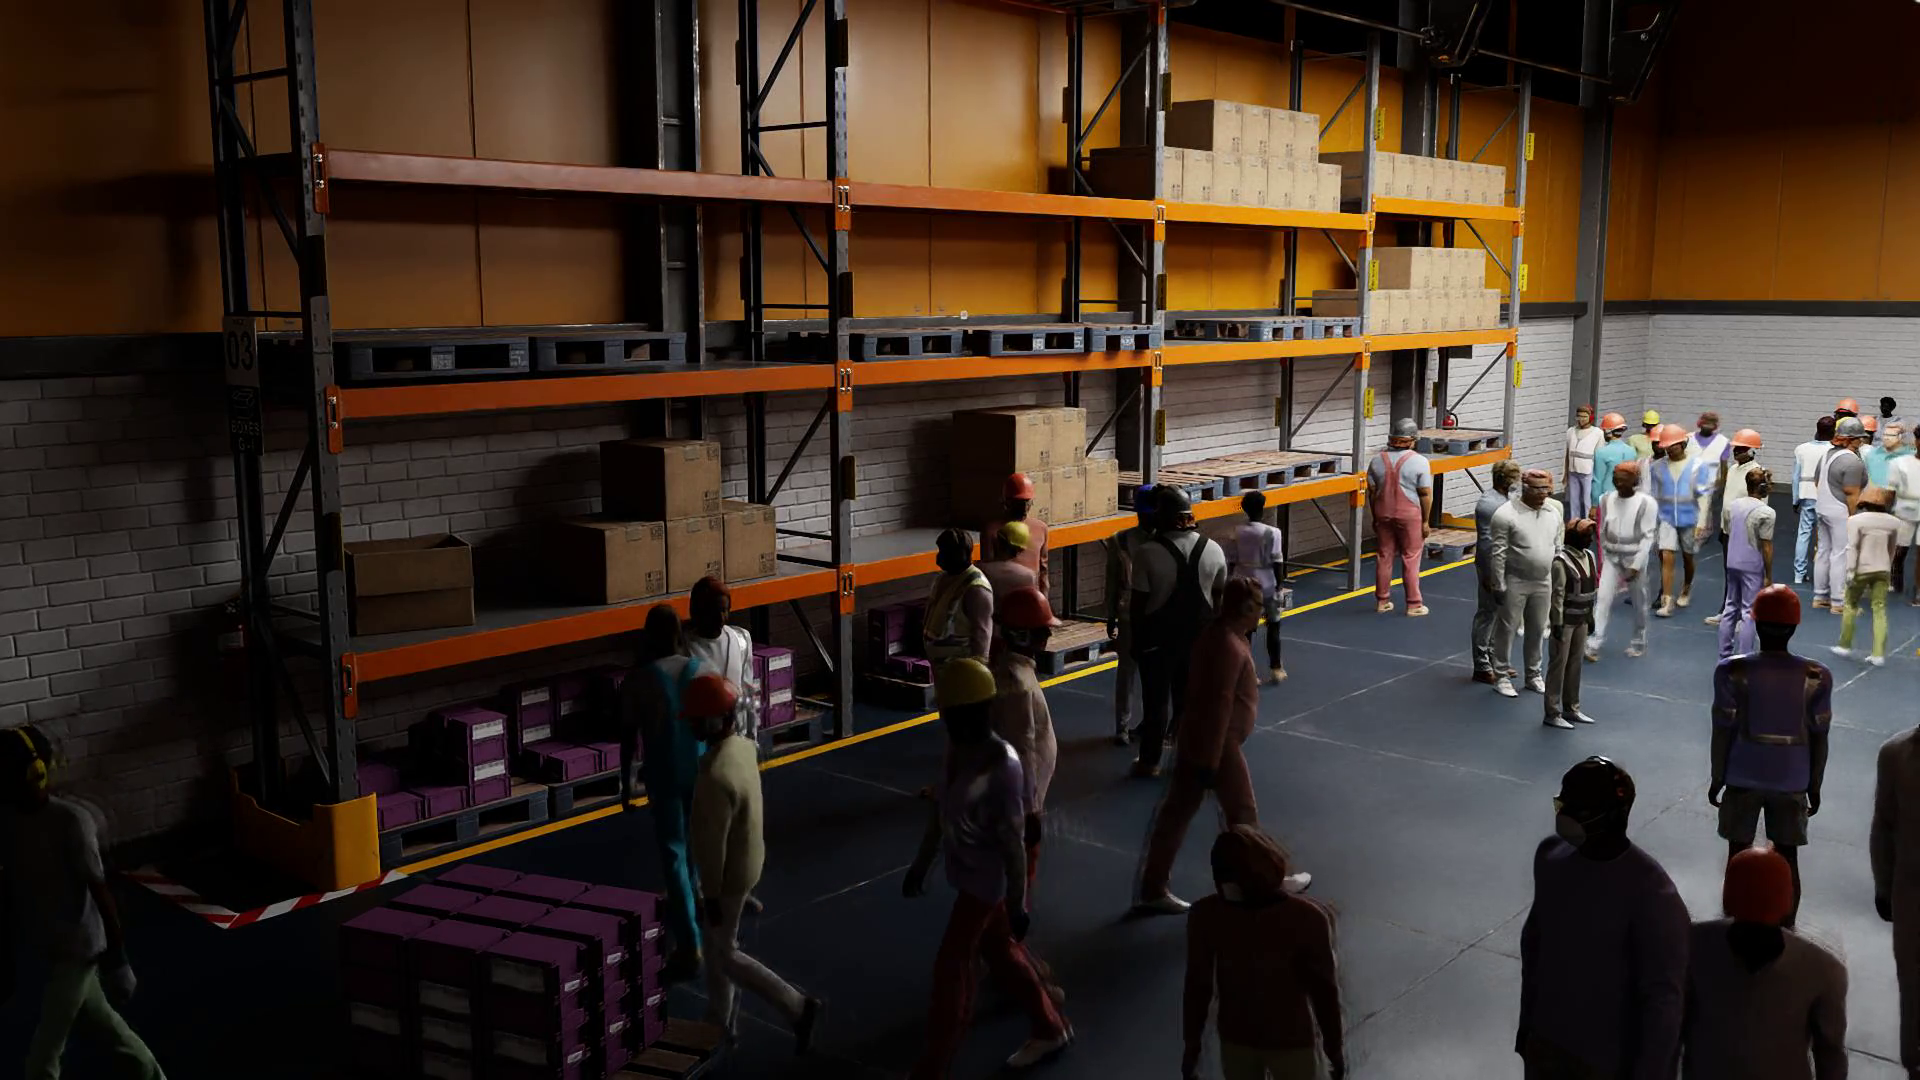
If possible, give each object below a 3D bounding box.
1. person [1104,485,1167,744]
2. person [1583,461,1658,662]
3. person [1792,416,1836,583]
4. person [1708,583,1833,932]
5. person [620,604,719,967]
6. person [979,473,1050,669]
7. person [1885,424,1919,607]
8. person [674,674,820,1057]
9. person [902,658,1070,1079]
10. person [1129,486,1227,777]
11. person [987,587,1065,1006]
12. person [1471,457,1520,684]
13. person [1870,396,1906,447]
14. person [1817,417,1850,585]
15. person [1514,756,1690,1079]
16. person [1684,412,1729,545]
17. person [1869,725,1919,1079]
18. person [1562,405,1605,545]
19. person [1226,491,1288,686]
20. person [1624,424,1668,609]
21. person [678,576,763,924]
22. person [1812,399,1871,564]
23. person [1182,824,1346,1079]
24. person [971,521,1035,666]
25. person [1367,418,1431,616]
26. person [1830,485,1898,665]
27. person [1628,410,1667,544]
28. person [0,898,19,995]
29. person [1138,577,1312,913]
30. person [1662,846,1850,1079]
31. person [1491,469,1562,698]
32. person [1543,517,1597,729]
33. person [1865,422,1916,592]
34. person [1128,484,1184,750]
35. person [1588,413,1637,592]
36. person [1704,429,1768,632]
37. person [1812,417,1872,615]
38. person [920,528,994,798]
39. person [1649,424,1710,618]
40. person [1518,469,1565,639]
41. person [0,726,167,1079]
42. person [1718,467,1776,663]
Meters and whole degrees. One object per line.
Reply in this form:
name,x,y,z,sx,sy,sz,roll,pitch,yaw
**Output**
person,1.378,0.551,12.326,0.617,1.944,0.388,0,9,-3
person,5.955,0.203,14.951,1.045,1.823,0.566,-8,12,-43
person,9.712,-0.442,18.821,0.372,1.917,0.596,-6,11,-36
person,4.023,1.178,8.313,0.544,1.939,0.354,3,9,16
person,-1.448,1.222,8.541,0.548,1.793,0.976,-5,10,-28
person,0.423,0.484,12.601,0.609,1.995,0.376,-5,10,-31
person,10.214,-0.288,17.756,0.610,1.946,0.753,4,10,24
person,-0.949,1.441,7.294,0.678,1.722,0.584,1,9,8
person,0.088,1.416,7.055,0.942,1.880,0.590,-3,9,-18
person,1.473,0.622,11.567,0.681,2.000,0.535,-3,9,-16
person,0.289,1.207,7.939,0.375,1.995,0.609,-1,9,-7
person,4.610,0.257,14.256,0.372,1.939,0.631,6,11,36
person,14.051,-1.335,25.278,0.318,1.698,0.539,-6,11,-35
person,9.919,-0.436,18.796,0.406,1.918,0.587,4,10,23
person,2.016,1.636,5.351,0.360,1.938,0.635,-3,9,-20
person,9.521,-0.767,21.355,0.600,1.798,0.893,4,10,27
person,4.100,1.430,6.862,0.653,1.882,0.626,7,11,36
person,8.134,-0.843,21.683,0.394,1.836,0.561,-5,10,-31
person,2.560,0.413,14.112,0.587,1.659,0.665,7,11,37
person,7.322,-0.252,17.516,0.342,1.942,0.552,-7,12,-40
person,-1.324,1.117,8.909,0.370,1.879,0.585,9,12,44
person,10.624,-0.691,20.091,0.612,2.029,0.407,6,11,33
person,1.040,1.745,5.729,0.543,1.594,0.411,4,10,23
person,0.256,0.702,12.071,0.558,1.721,0.438,-1,9,-4
person,4.568,-0.244,17.153,0.674,2.000,0.537,8,12,43
person,8.203,0.305,15.034,0.512,1.594,0.683,0,9,-1
person,8.999,-0.822,21.787,0.527,1.761,0.341,3,9,18
person,-3.820,1.568,6.130,0.581,1.827,0.456,0,9,-3
person,1.431,1.122,9.024,1.007,1.830,0.652,-1,9,-9
person,2.570,1.746,5.421,0.574,1.703,0.833,5,10,31
person,4.699,0.353,13.765,0.646,1.900,0.400,-2,9,-15
person,4.710,0.633,12.812,0.516,1.632,0.314,-7,11,-38
person,10.124,-0.343,18.262,0.724,1.884,0.673,-6,11,-33
person,1.486,0.556,12.251,0.376,1.959,0.600,-5,10,-29
person,7.204,-0.410,18.425,0.607,1.987,0.410,-5,10,-29
person,7.676,-0.101,16.365,0.376,1.997,0.612,-1,9,-7
person,9.176,-0.258,17.243,0.536,2.000,0.682,0,9,1
person,-0.031,0.833,10.842,0.429,1.843,0.633,-4,10,-25
person,7.453,-0.222,17.239,0.624,1.976,1.057,6,11,35
person,5.543,0.138,16.032,0.555,1.635,0.385,8,12,43
person,-3.382,1.565,6.244,0.514,1.808,0.999,6,10,32
person,6.860,0.276,14.470,0.341,1.839,0.501,-3,9,-19
